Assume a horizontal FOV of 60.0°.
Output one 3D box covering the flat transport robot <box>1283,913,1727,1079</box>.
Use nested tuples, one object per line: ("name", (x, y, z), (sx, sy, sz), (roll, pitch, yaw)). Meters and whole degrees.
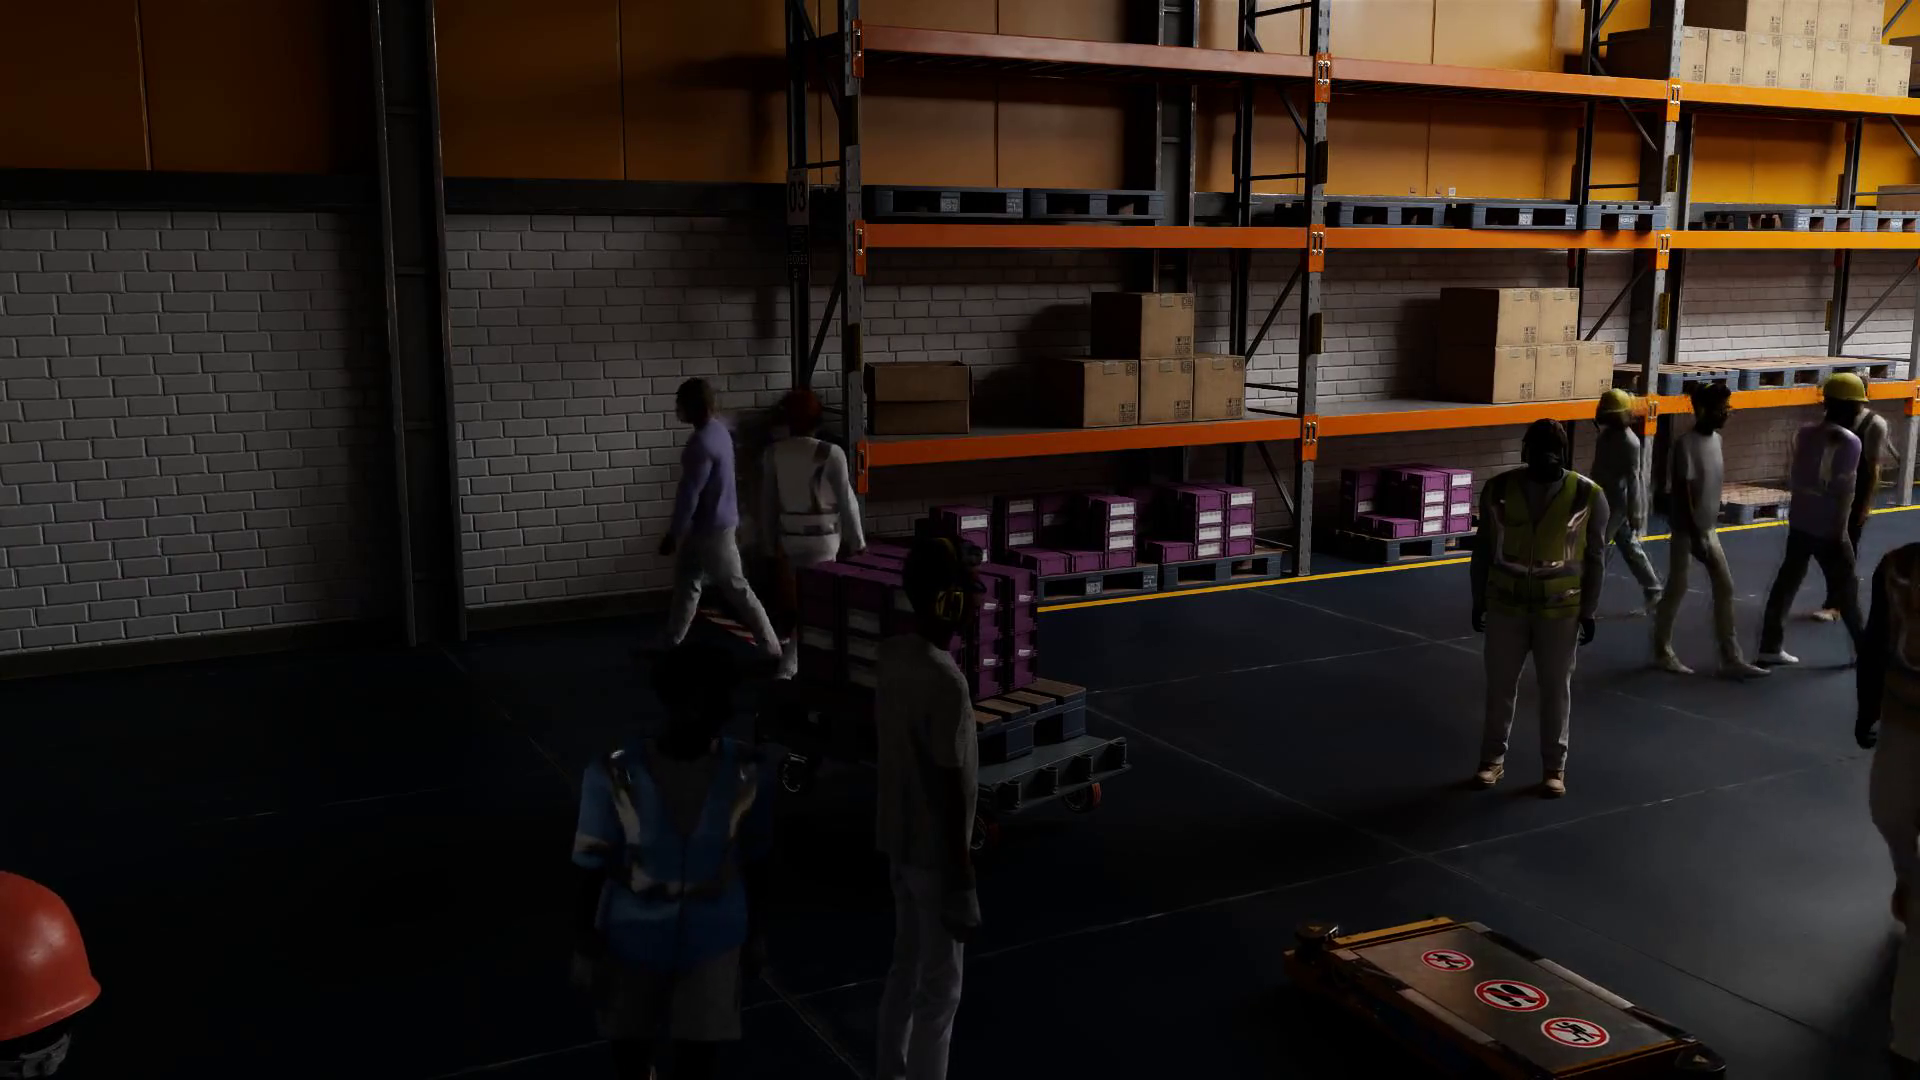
("flat transport robot", (1.757, 1.567, 5.515), (0.652, 0.197, 1.431), (-4, 11, -24))

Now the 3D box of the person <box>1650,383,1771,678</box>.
("person", (4.633, -0.032, 10.217), (0.523, 1.843, 0.782), (-6, 12, -33))

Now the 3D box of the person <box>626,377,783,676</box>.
("person", (-1.556, -0.063, 10.312), (1.015, 1.889, 0.621), (-1, 10, -3))

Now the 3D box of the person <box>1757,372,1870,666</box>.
("person", (5.557, -0.121, 10.580), (0.964, 1.876, 0.612), (-2, 10, -11))

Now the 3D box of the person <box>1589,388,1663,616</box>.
("person", (4.712, -0.258, 11.949), (0.932, 1.681, 0.507), (0, 10, -2))

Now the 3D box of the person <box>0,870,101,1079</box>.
("person", (-1.142, 1.331, 2.073), (0.362, 1.939, 0.543), (2, 10, 10))

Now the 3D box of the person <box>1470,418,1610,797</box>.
("person", (2.806, 0.326, 8.132), (0.626, 1.847, 0.429), (5, 11, 25))

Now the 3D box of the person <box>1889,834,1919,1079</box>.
("person", (2.398, 1.107, 3.916), (0.536, 1.743, 0.673), (0, 10, -1))

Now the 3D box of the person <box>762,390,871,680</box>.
("person", (-0.900, 0.025, 9.880), (0.584, 1.846, 0.933), (6, 12, 32))

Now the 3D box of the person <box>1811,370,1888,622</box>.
("person", (6.311, -0.309, 11.845), (0.443, 1.822, 0.514), (-6, 12, -32))

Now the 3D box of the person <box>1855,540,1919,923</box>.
("person", (3.682, 0.671, 6.185), (0.648, 1.829, 0.482), (8, 12, 37))

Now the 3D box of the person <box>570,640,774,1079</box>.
("person", (-0.779, 1.046, 4.506), (0.557, 1.652, 0.786), (-3, 10, -15))

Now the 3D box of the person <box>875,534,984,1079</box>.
("person", (-0.073, 0.907, 4.745), (0.316, 1.860, 0.509), (-4, 11, -24))
